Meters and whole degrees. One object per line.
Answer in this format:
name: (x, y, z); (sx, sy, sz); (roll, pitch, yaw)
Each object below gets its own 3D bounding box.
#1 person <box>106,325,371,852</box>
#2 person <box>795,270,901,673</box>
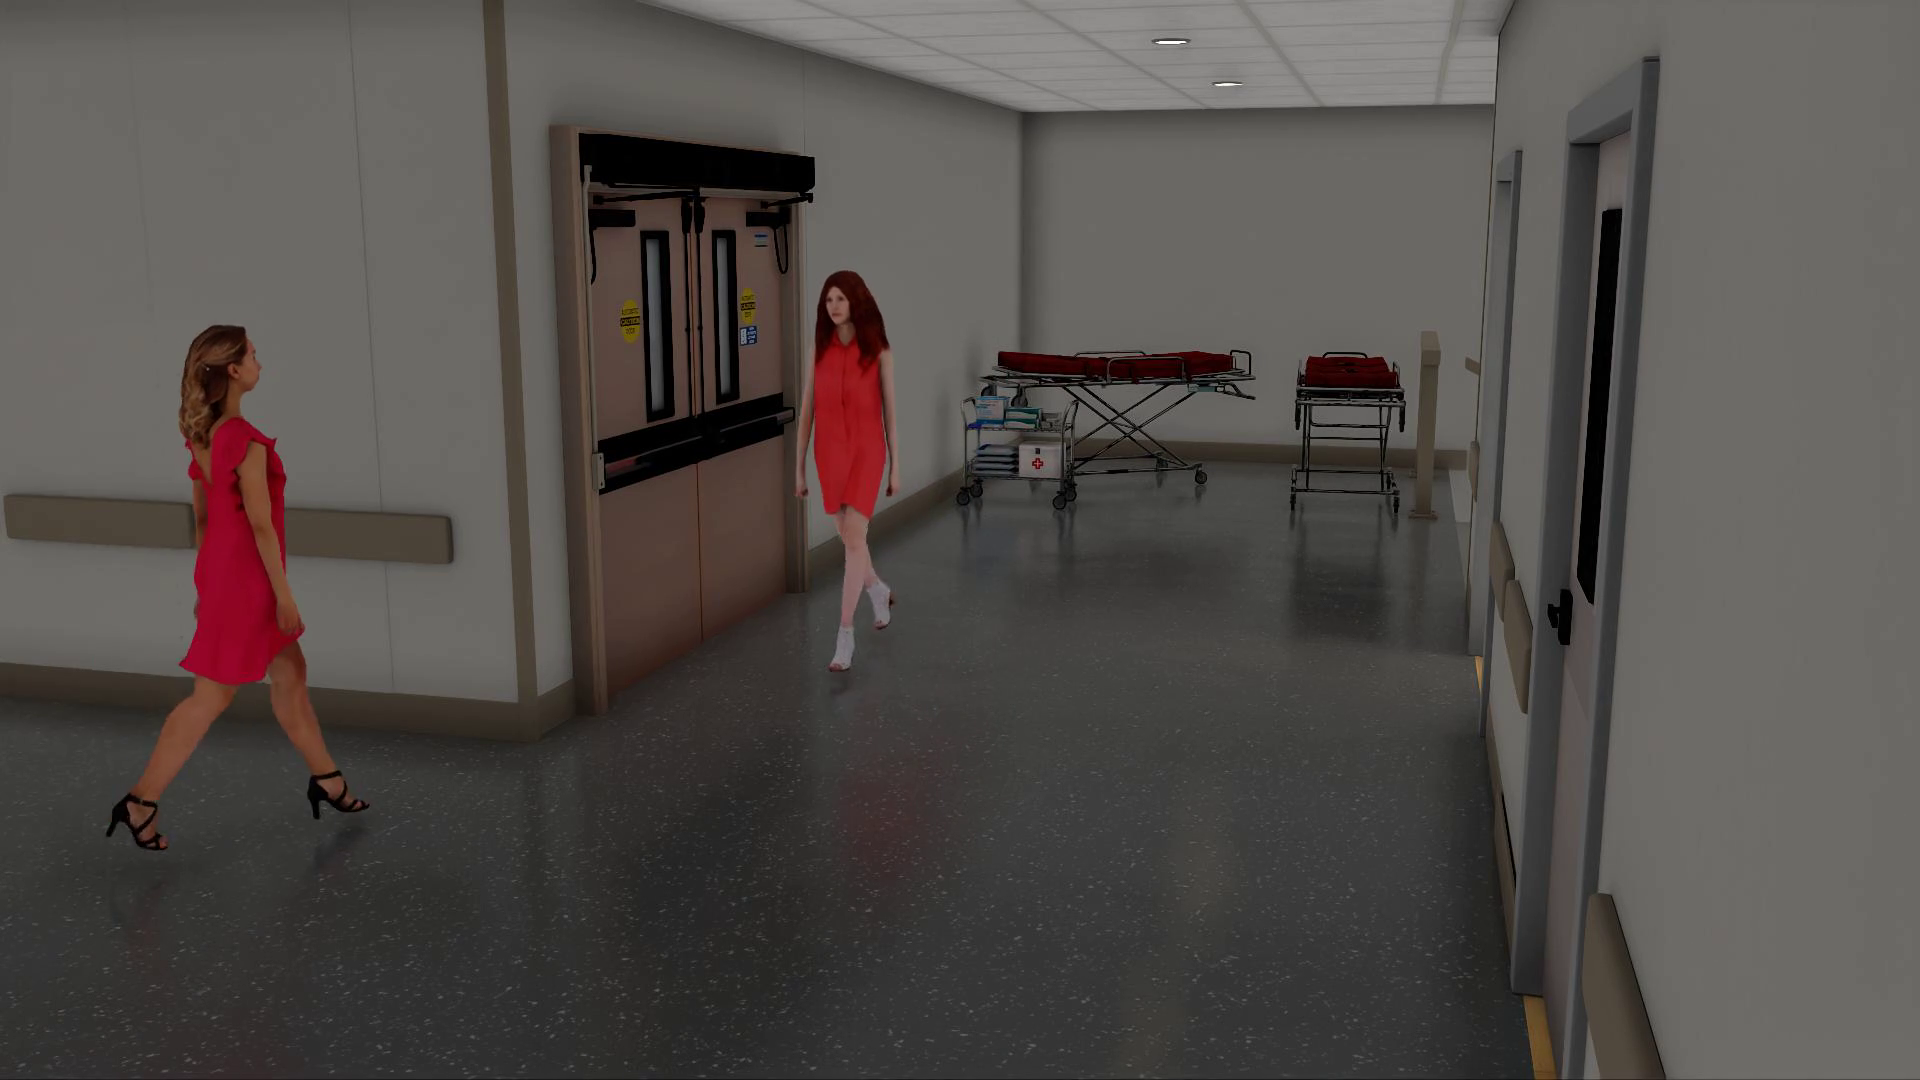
person: (-2.398, 0.196, 5.326); (1.119, 1.682, 0.976); (-9, 14, -39)
person: (-0.482, -0.330, 7.817); (0.646, 1.787, 1.142); (3, 11, 16)
